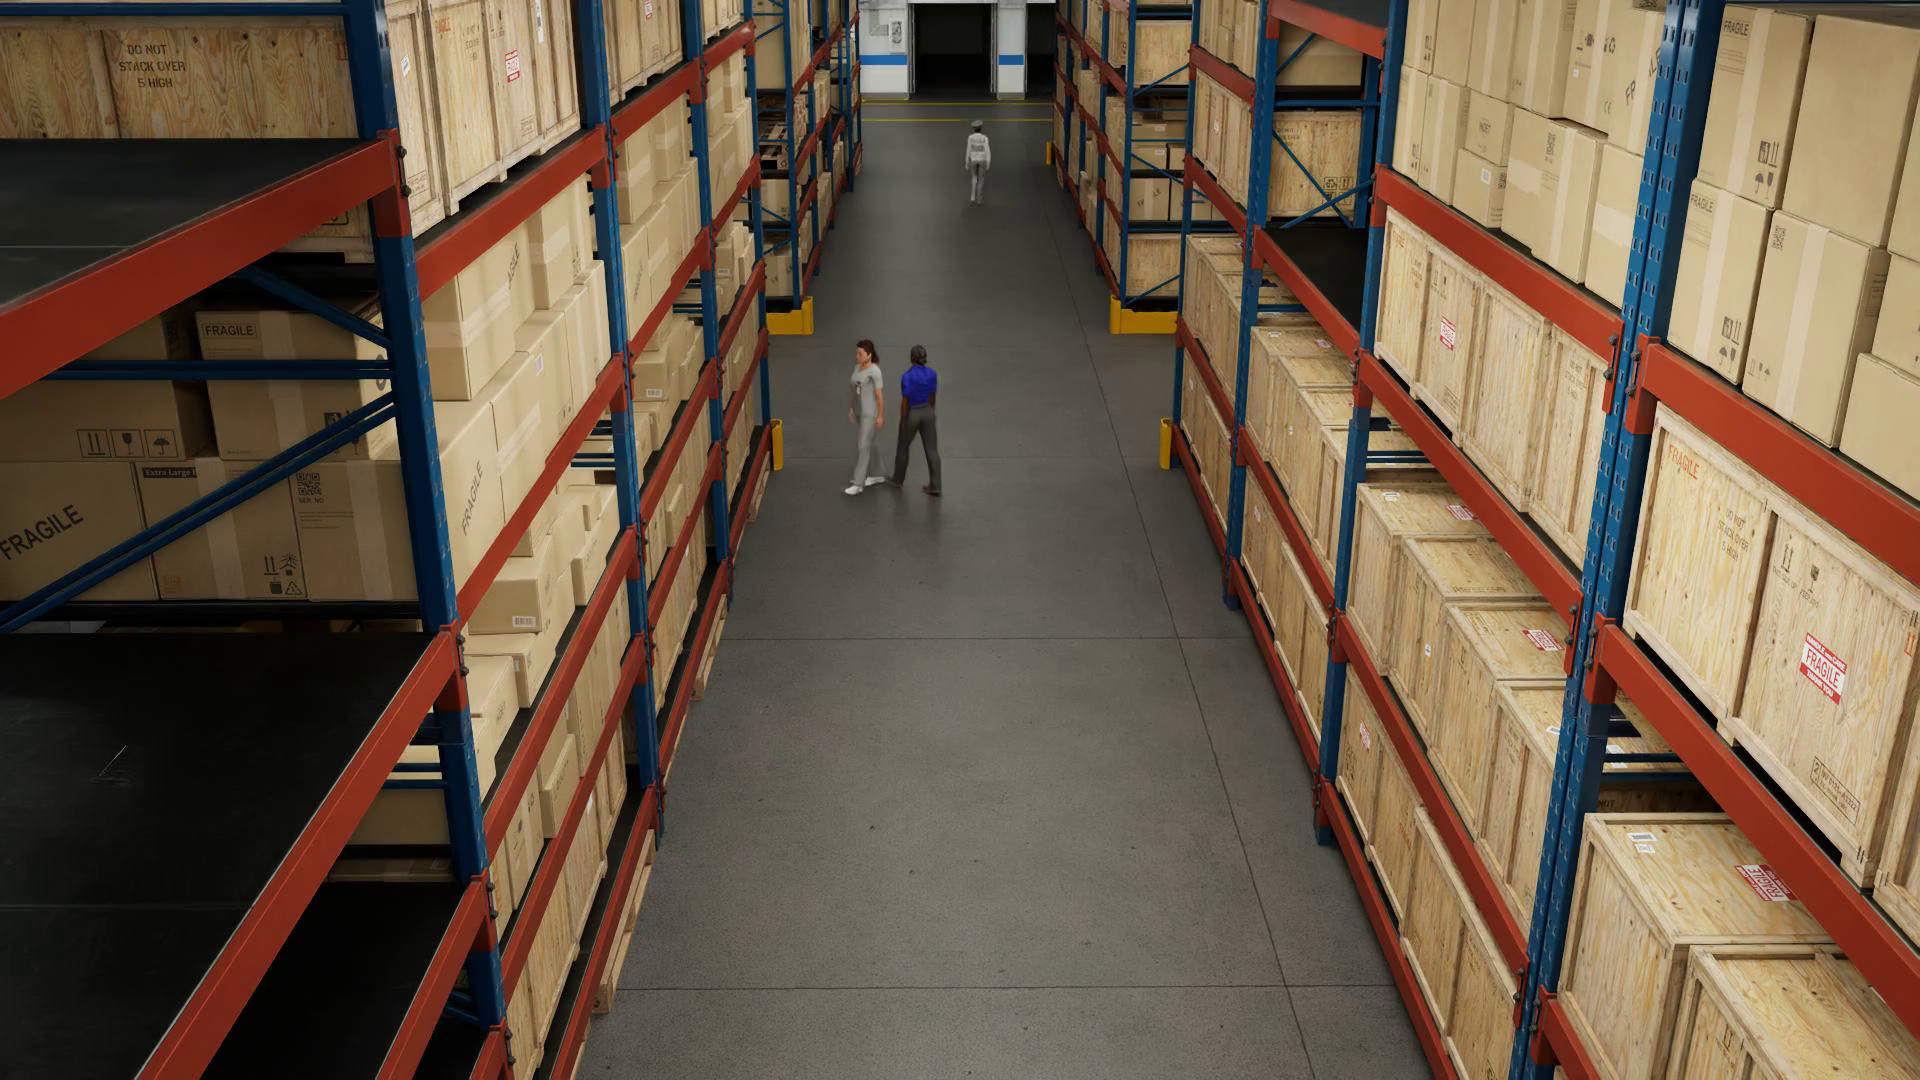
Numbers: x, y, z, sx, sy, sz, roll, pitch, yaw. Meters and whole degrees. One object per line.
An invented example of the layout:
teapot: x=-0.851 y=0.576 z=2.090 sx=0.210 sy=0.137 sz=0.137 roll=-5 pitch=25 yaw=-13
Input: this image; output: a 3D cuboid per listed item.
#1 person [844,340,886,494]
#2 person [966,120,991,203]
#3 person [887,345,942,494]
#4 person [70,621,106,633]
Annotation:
person: x=-1.078 y=-1.351 z=18.045 sx=0.647 sy=1.666 sz=0.449 roll=-13 pitch=25 yaw=-30
person: x=0.397 y=-7.844 z=34.458 sx=0.528 sy=1.687 sz=0.474 roll=7 pitch=23 yaw=17
person: x=-0.493 y=-1.338 z=18.060 sx=0.439 sy=1.645 sz=0.721 roll=-11 pitch=24 yaw=-25
person: x=-6.561 y=0.822 z=12.653 sx=0.410 sy=1.602 sz=0.329 roll=2 pitch=22 yaw=5
